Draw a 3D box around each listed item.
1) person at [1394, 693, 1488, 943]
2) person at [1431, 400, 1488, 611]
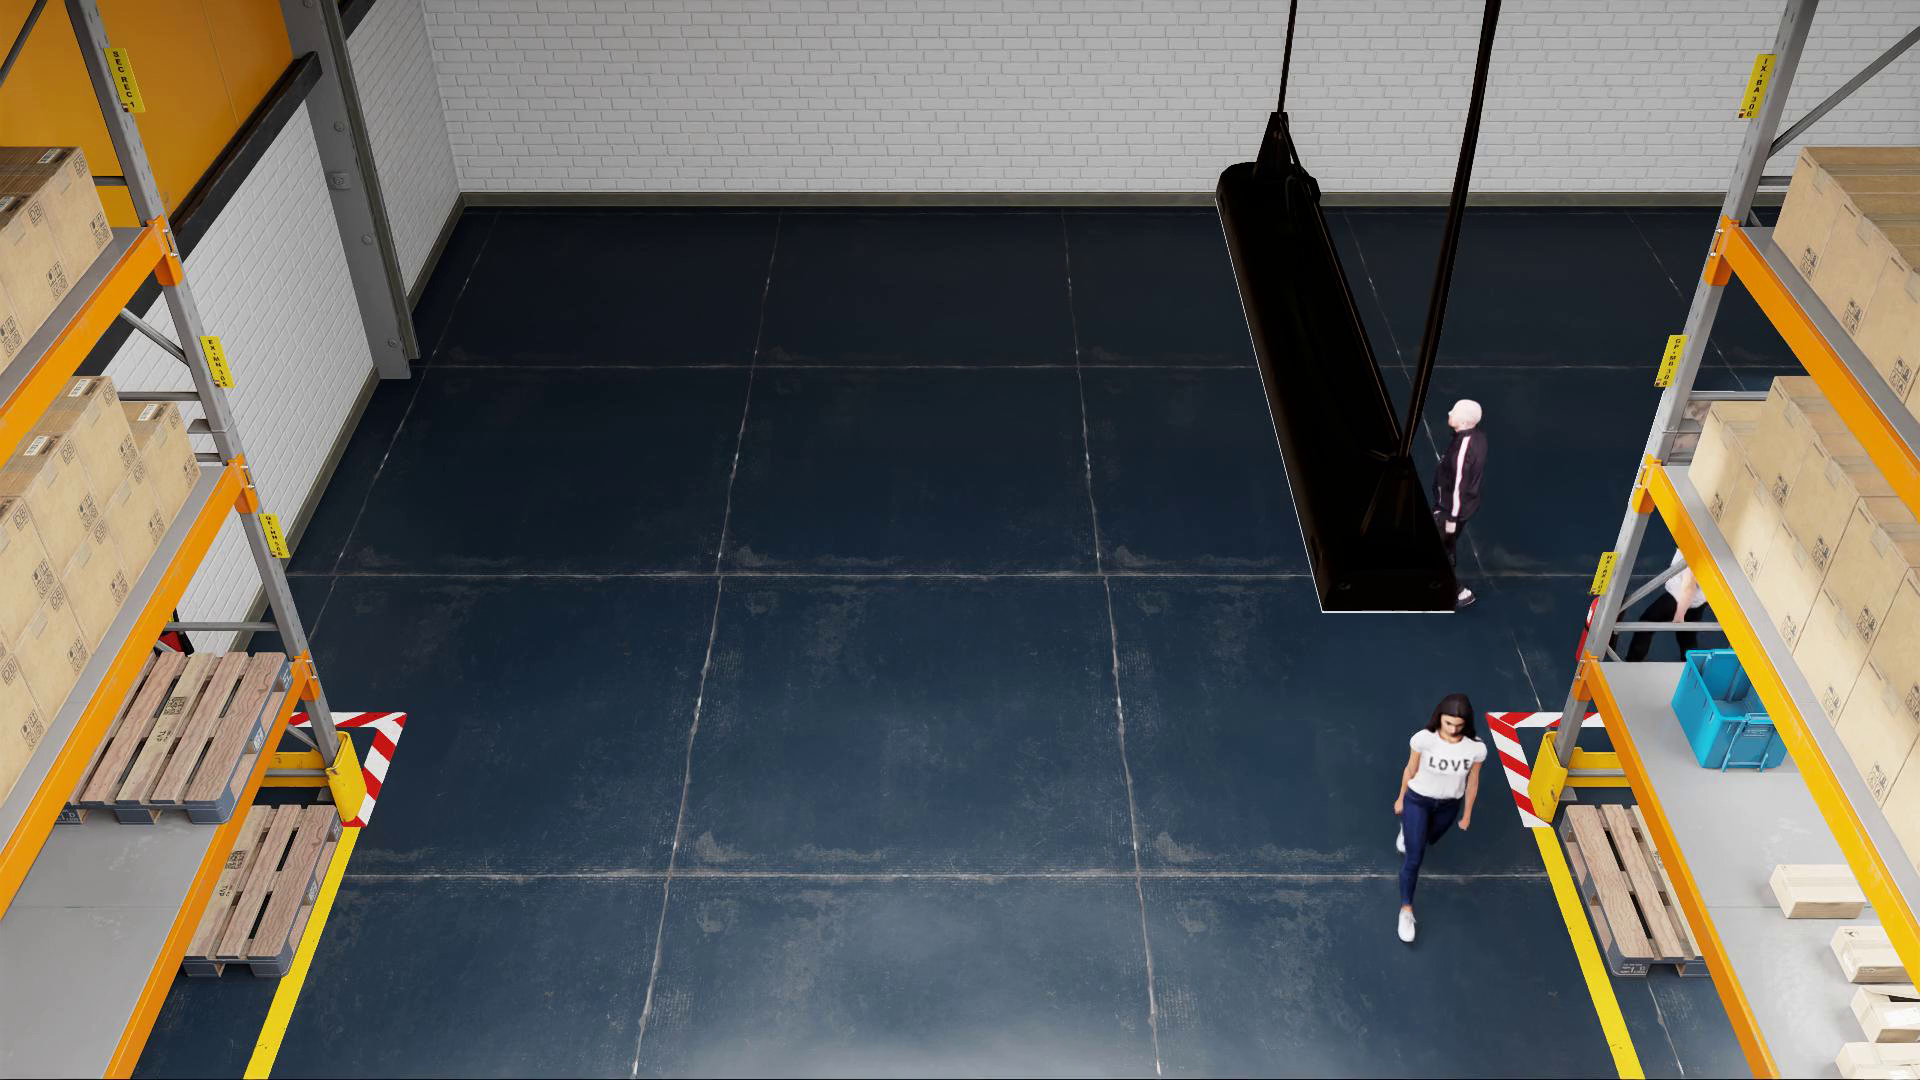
[{"bbox_3d":[2.838,1.533,10.010,0.678,1.742,1.157,4,39,4],"label":"person"},{"bbox_3d":[3.695,-0.205,12.123,0.920,1.819,0.847,20,43,23],"label":"person"}]
